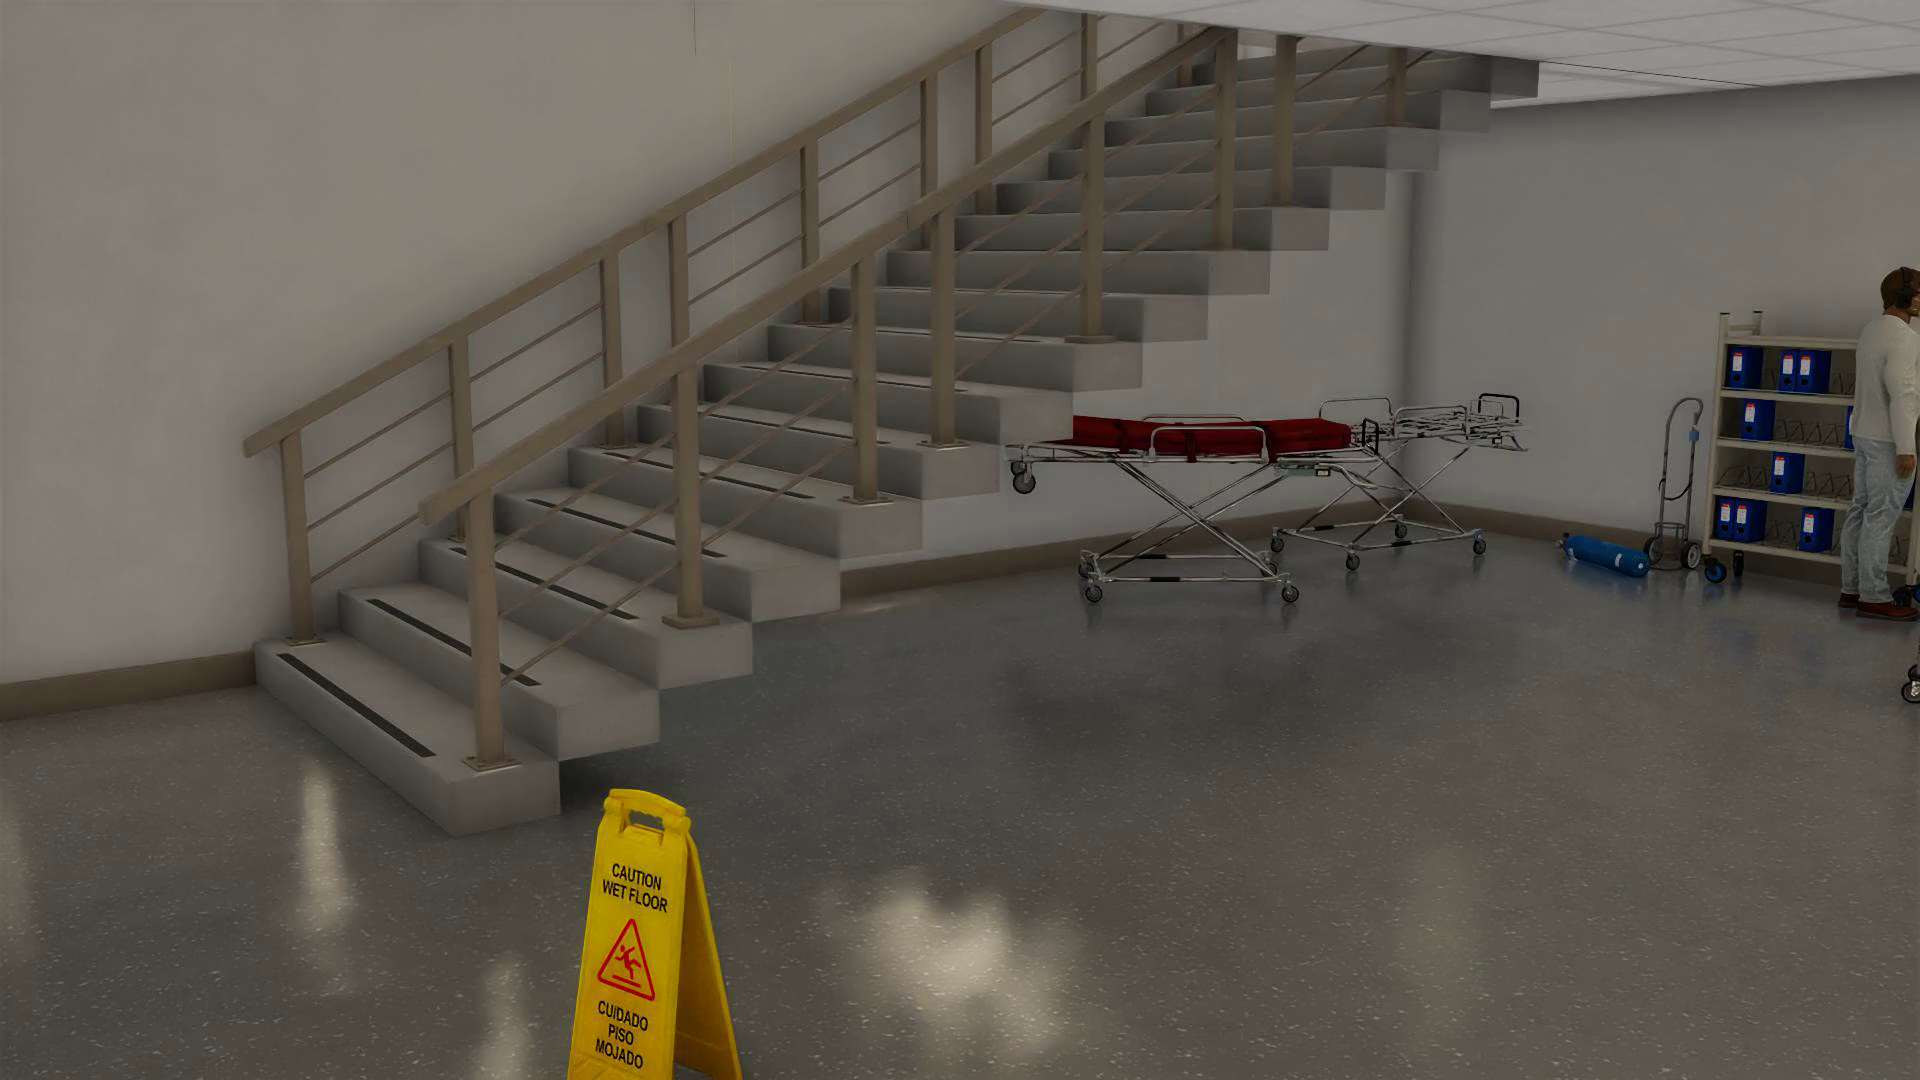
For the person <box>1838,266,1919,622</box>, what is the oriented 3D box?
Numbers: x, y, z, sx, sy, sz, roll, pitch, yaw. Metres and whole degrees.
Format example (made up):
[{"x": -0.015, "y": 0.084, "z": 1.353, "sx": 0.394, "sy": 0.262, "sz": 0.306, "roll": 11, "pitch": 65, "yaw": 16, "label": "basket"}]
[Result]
[{"x": 5.131, "y": -0.532, "z": 9.199, "sx": 0.372, "sy": 1.940, "sz": 0.632, "roll": 2, "pitch": 10, "yaw": 10, "label": "person"}]
